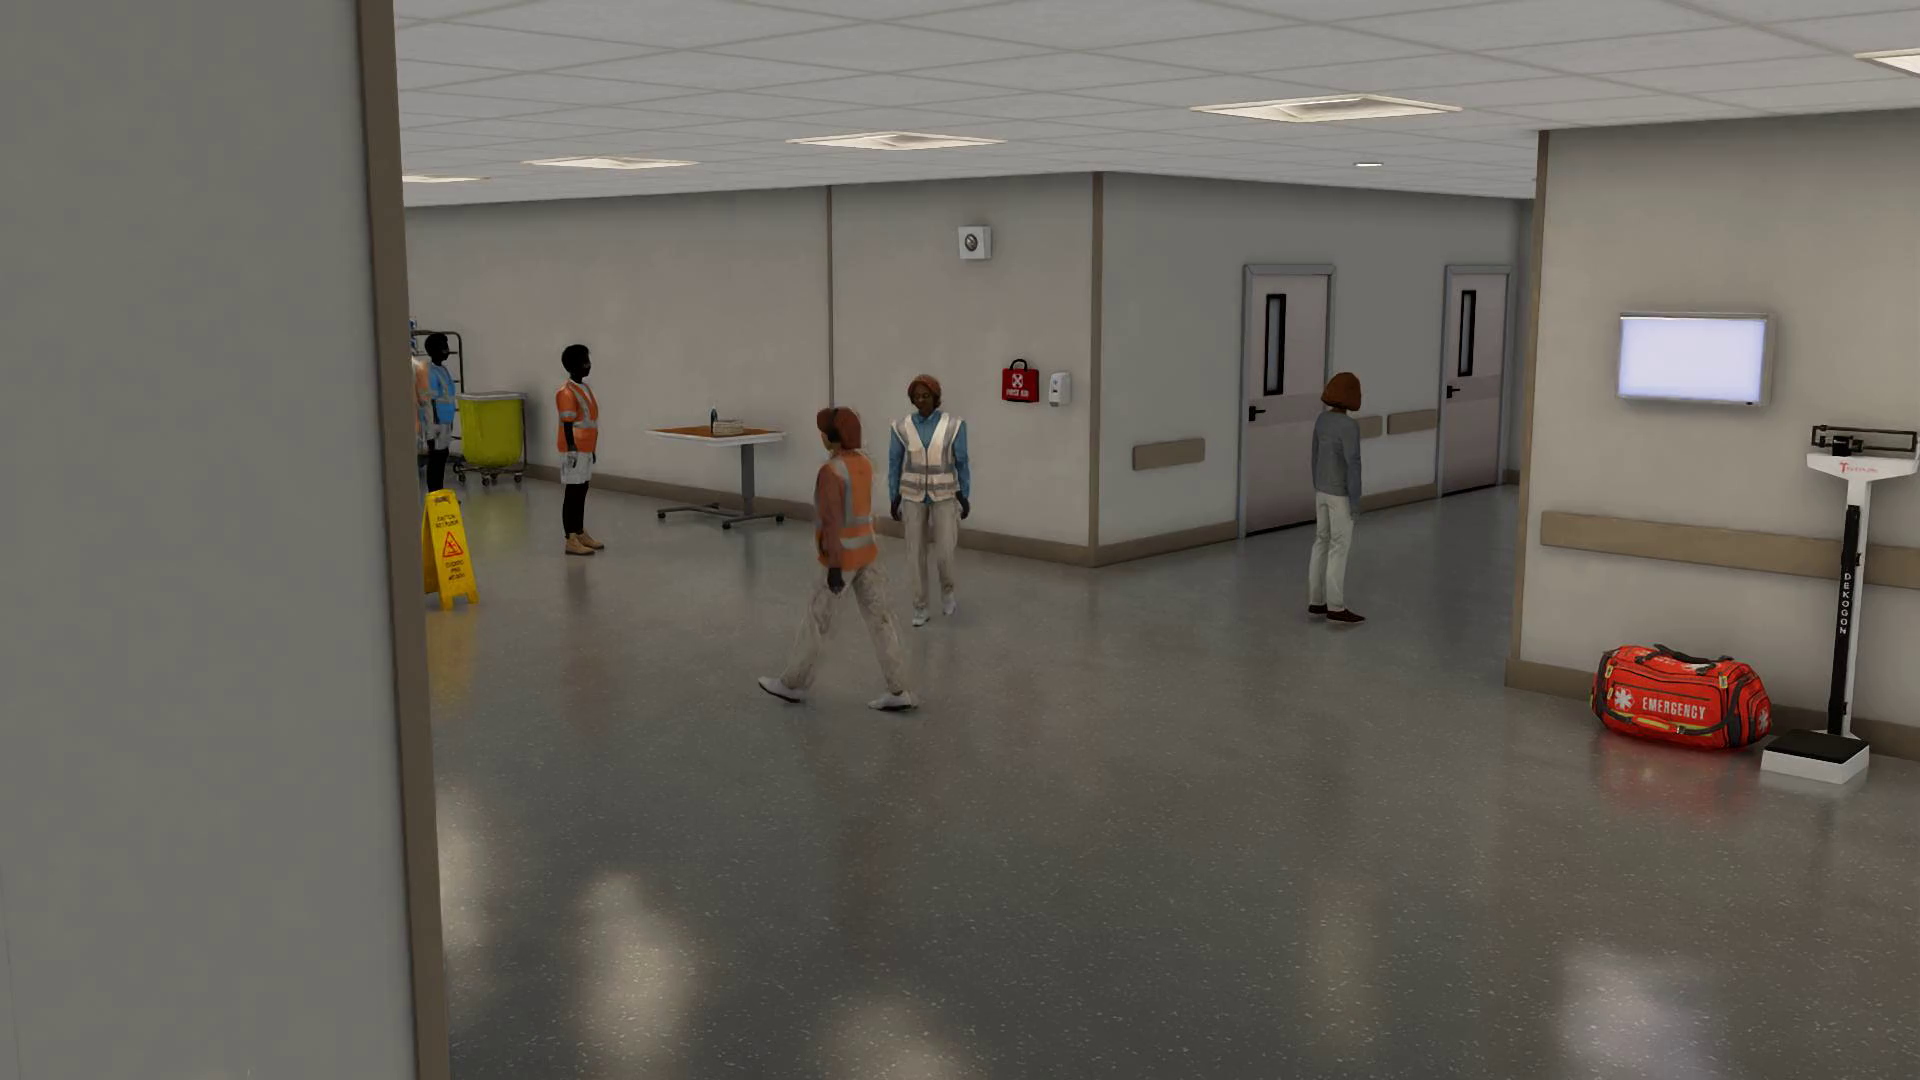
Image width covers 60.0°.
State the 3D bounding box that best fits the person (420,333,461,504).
[{"bbox_3d":[-5.018,-1.145,16.016,0.320,1.690,0.535,0,9,-2],"label":"person"}]

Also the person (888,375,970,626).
[{"bbox_3d":[-0.205,-0.251,10.707,0.542,1.623,0.366,1,9,8],"label":"person"}]

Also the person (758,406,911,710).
[{"bbox_3d":[-0.627,0.097,8.674,0.878,1.583,0.541,5,10,26],"label":"person"}]

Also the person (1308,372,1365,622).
[{"bbox_3d":[2.471,-0.280,10.878,0.266,1.631,0.509,-3,10,-17],"label":"person"}]

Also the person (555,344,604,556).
[{"bbox_3d":[-3.080,-0.731,13.443,0.318,1.699,0.532,1,9,5],"label":"person"}]
